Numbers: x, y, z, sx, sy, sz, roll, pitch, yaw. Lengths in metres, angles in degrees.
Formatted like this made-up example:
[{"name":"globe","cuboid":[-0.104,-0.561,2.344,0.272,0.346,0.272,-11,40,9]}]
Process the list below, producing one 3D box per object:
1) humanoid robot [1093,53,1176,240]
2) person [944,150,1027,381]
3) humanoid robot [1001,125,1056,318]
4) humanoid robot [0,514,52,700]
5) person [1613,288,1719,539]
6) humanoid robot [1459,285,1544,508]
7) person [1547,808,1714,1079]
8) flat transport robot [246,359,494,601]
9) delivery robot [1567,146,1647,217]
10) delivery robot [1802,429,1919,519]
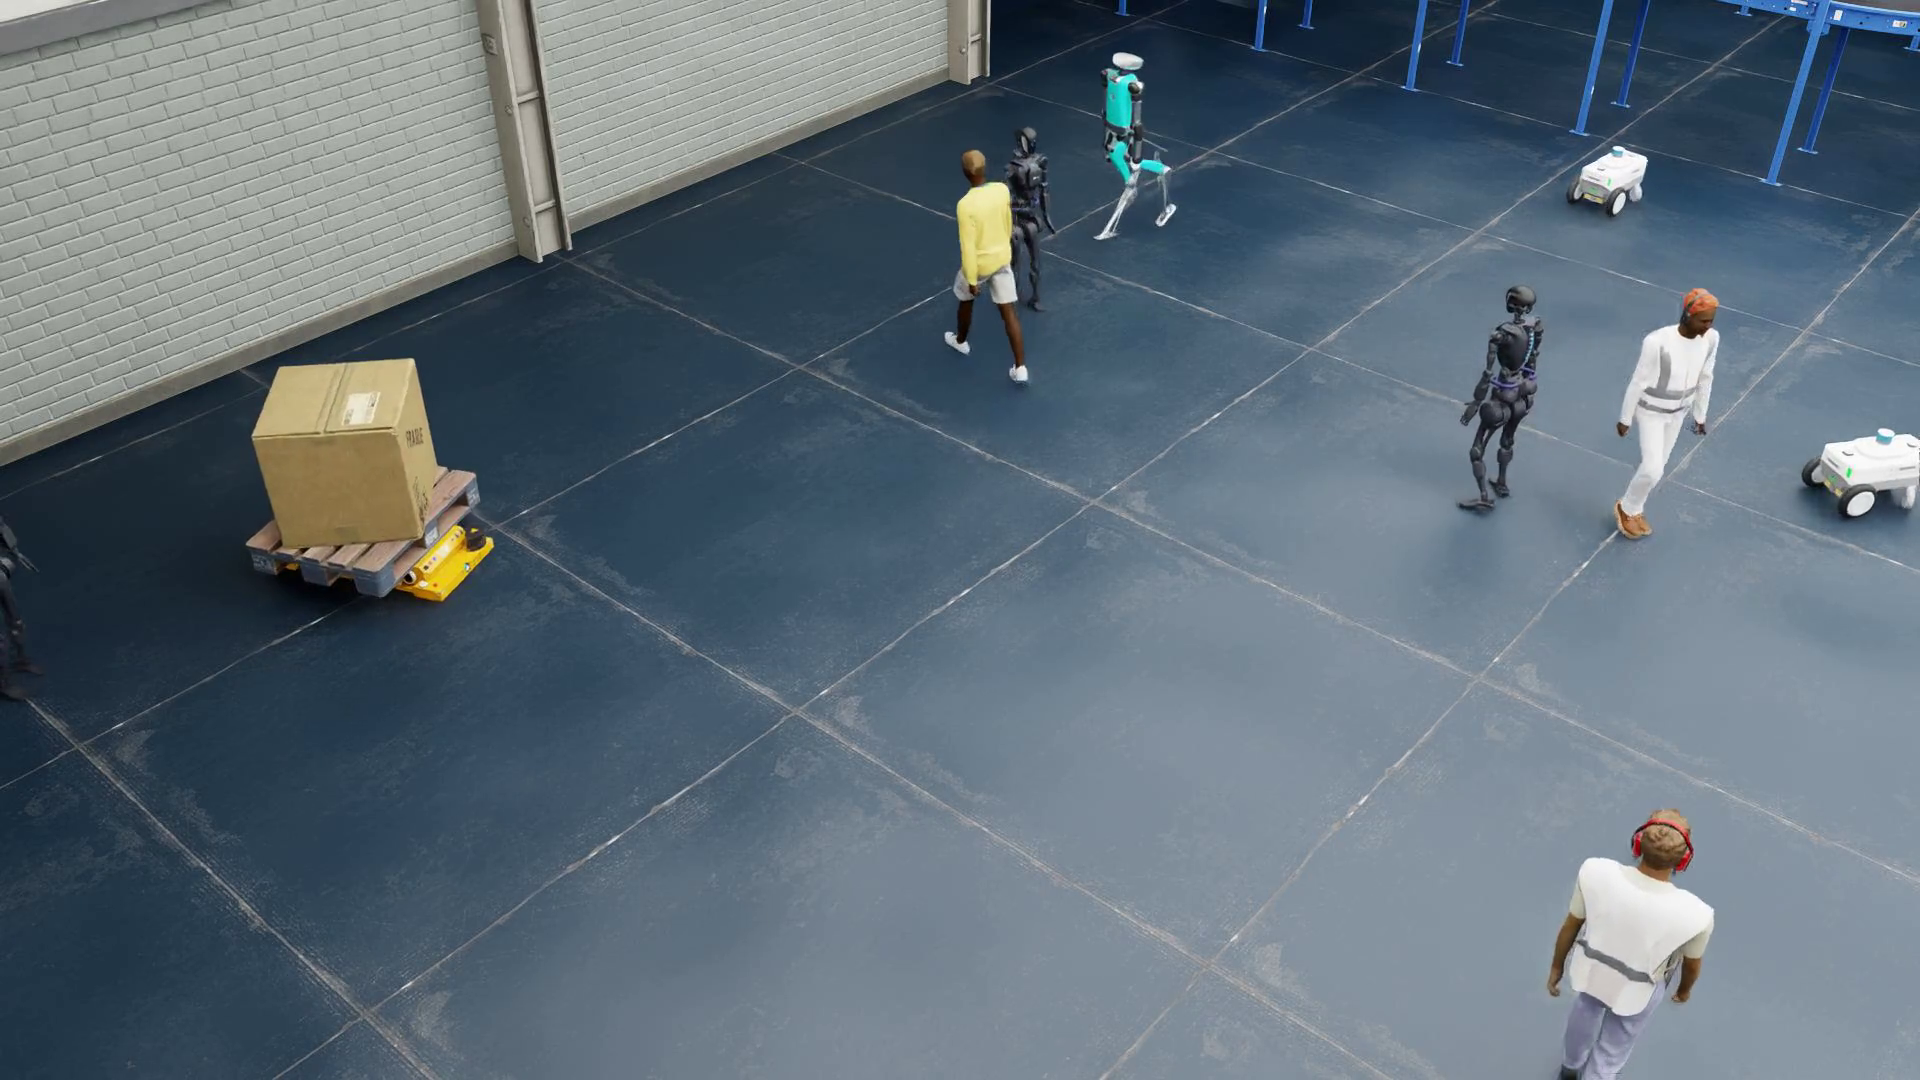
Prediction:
[{"name":"humanoid robot","cuboid":[1.699,-3.638,15.262,1.005,1.782,0.531,-21,40,-27]},{"name":"person","cuboid":[0.231,-2.168,13.081,0.562,1.844,1.062,-18,39,-24]},{"name":"humanoid robot","cuboid":[0.555,-2.651,13.889,0.599,1.649,0.379,-29,44,-34]},{"name":"humanoid robot","cuboid":[-5.815,0.196,9.895,0.357,1.656,0.589,10,37,14]},{"name":"person","cuboid":[4.751,-0.815,11.146,0.596,1.870,0.499,-12,37,-16]},{"name":"humanoid robot","cuboid":[3.808,-1.001,11.576,0.600,1.644,0.385,-22,41,-27]},{"name":"person","cuboid":[2.943,1.912,7.368,0.563,1.817,0.807,28,44,34]},{"name":"flat transport robot","cuboid":[-3.988,0.038,11.334,1.431,0.231,0.659,11,37,14]},{"name":"delivery robot","cuboid":[6.268,-3.475,16.037,0.785,0.614,0.508,-28,44,-33]},{"name":"delivery robot","cuboid":[6.479,-0.496,11.855,0.785,0.614,0.521,-7,36,-10]}]
